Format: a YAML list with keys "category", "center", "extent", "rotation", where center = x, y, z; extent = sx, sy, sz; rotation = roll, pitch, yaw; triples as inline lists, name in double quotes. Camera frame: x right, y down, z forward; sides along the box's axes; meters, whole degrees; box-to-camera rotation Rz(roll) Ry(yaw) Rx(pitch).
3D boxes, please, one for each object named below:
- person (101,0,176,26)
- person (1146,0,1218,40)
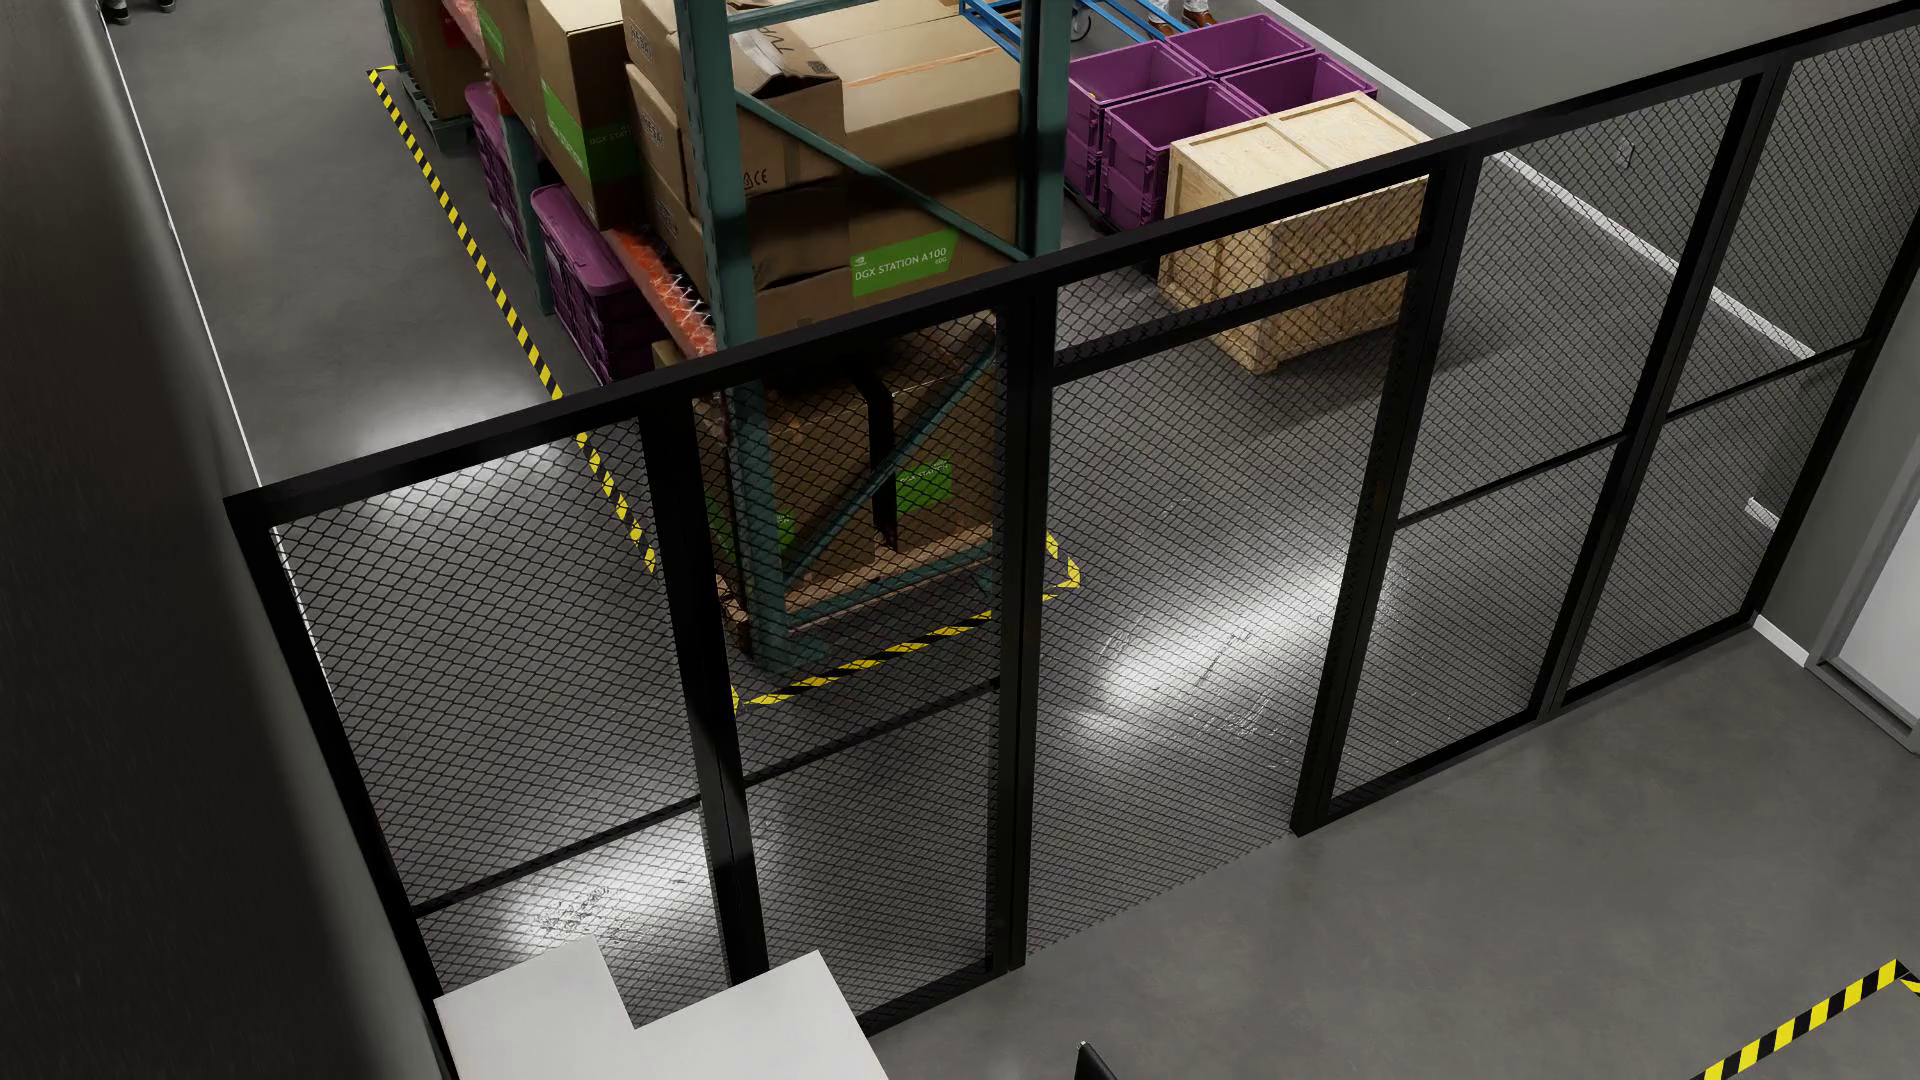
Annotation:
- category: "person"
  center: [-4.821, -3.767, 9.152]
  extent: [0.587, 1.822, 0.404]
  rotation: [-25, 48, -25]
- category: "person"
  center: [1.281, -3.622, 8.907]
  extent: [0.635, 1.937, 0.353]
  rotation: [-22, 47, -22]
